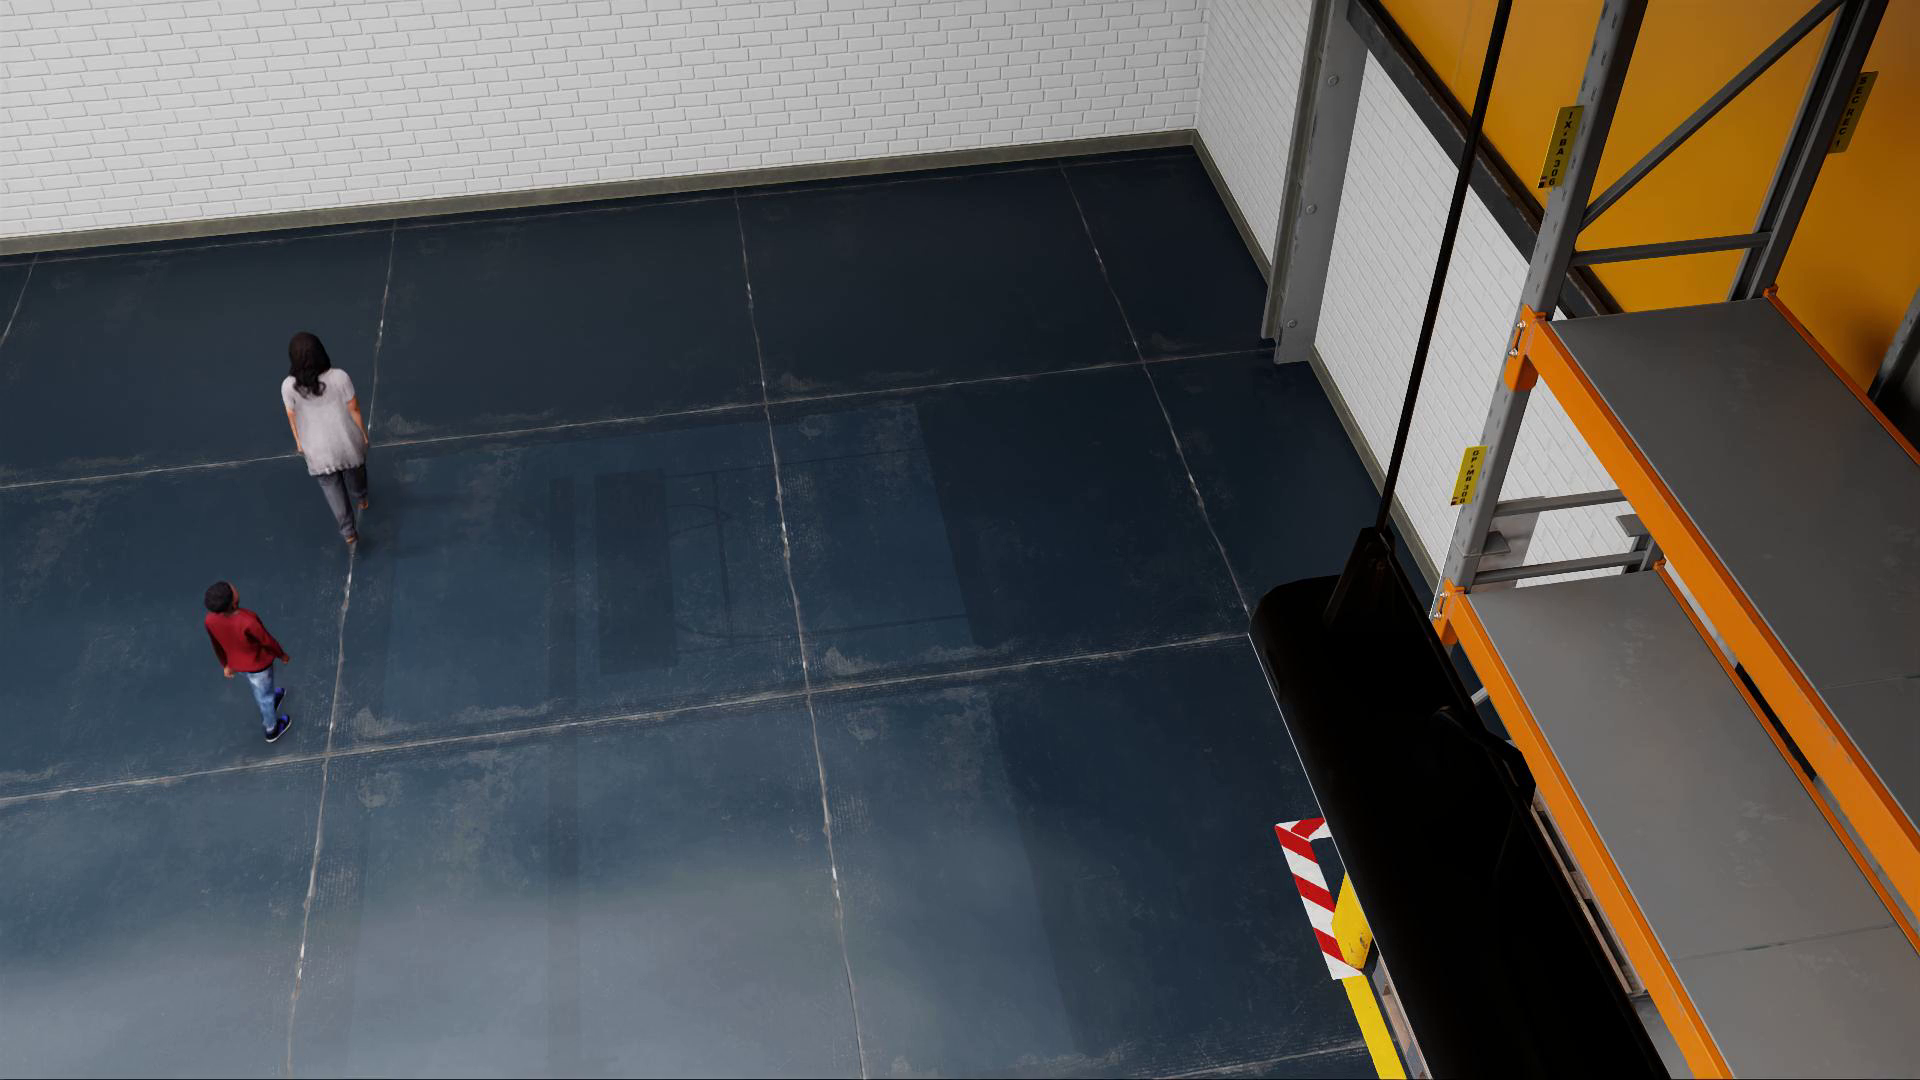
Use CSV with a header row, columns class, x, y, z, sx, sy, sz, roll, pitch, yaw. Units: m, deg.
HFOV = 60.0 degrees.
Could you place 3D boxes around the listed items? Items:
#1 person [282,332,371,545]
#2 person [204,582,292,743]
class,x,y,z,sx,sy,sz,roll,pitch,yaw
person,-4.270,-0.670,11.288,0.765,1.587,1.036,-16,46,-17
person,-4.310,0.763,10.033,0.628,1.245,0.706,11,45,12
